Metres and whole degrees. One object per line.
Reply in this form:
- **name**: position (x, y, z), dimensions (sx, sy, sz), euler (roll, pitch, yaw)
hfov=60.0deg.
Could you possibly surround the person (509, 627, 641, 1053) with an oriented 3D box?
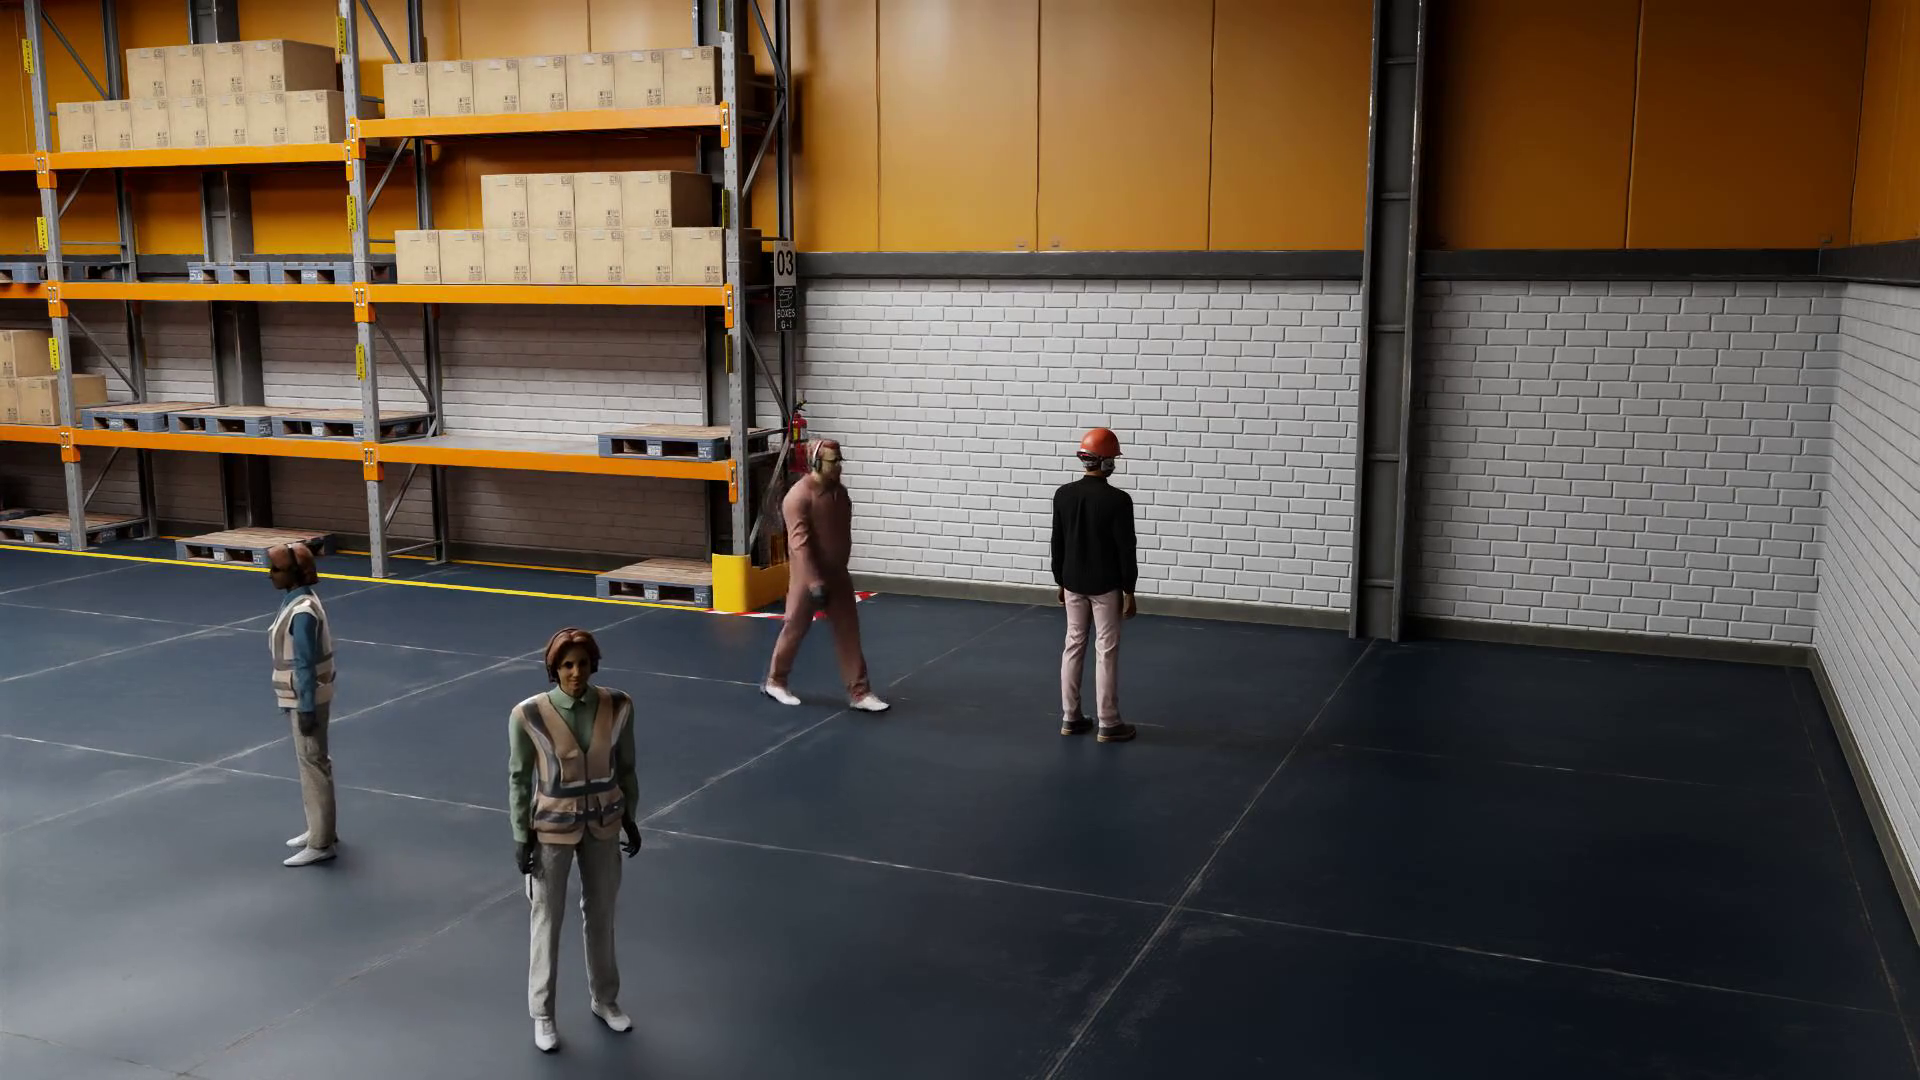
- **person**: position (-1.485, 1.139, 6.452), dimensions (0.516, 1.640, 0.314), euler (-6, 11, -32)

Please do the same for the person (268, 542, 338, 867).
- **person**: position (-3.314, 0.819, 8.414), dimensions (0.310, 1.635, 0.515), euler (-4, 10, -23)

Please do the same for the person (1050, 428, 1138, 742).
- **person**: position (0.866, 0.282, 10.571), dimensions (0.623, 1.993, 0.384), euler (8, 12, 39)

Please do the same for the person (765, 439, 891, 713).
- **person**: position (-0.951, 0.247, 11.229), dimensions (0.980, 1.867, 0.647), euler (7, 12, 38)
